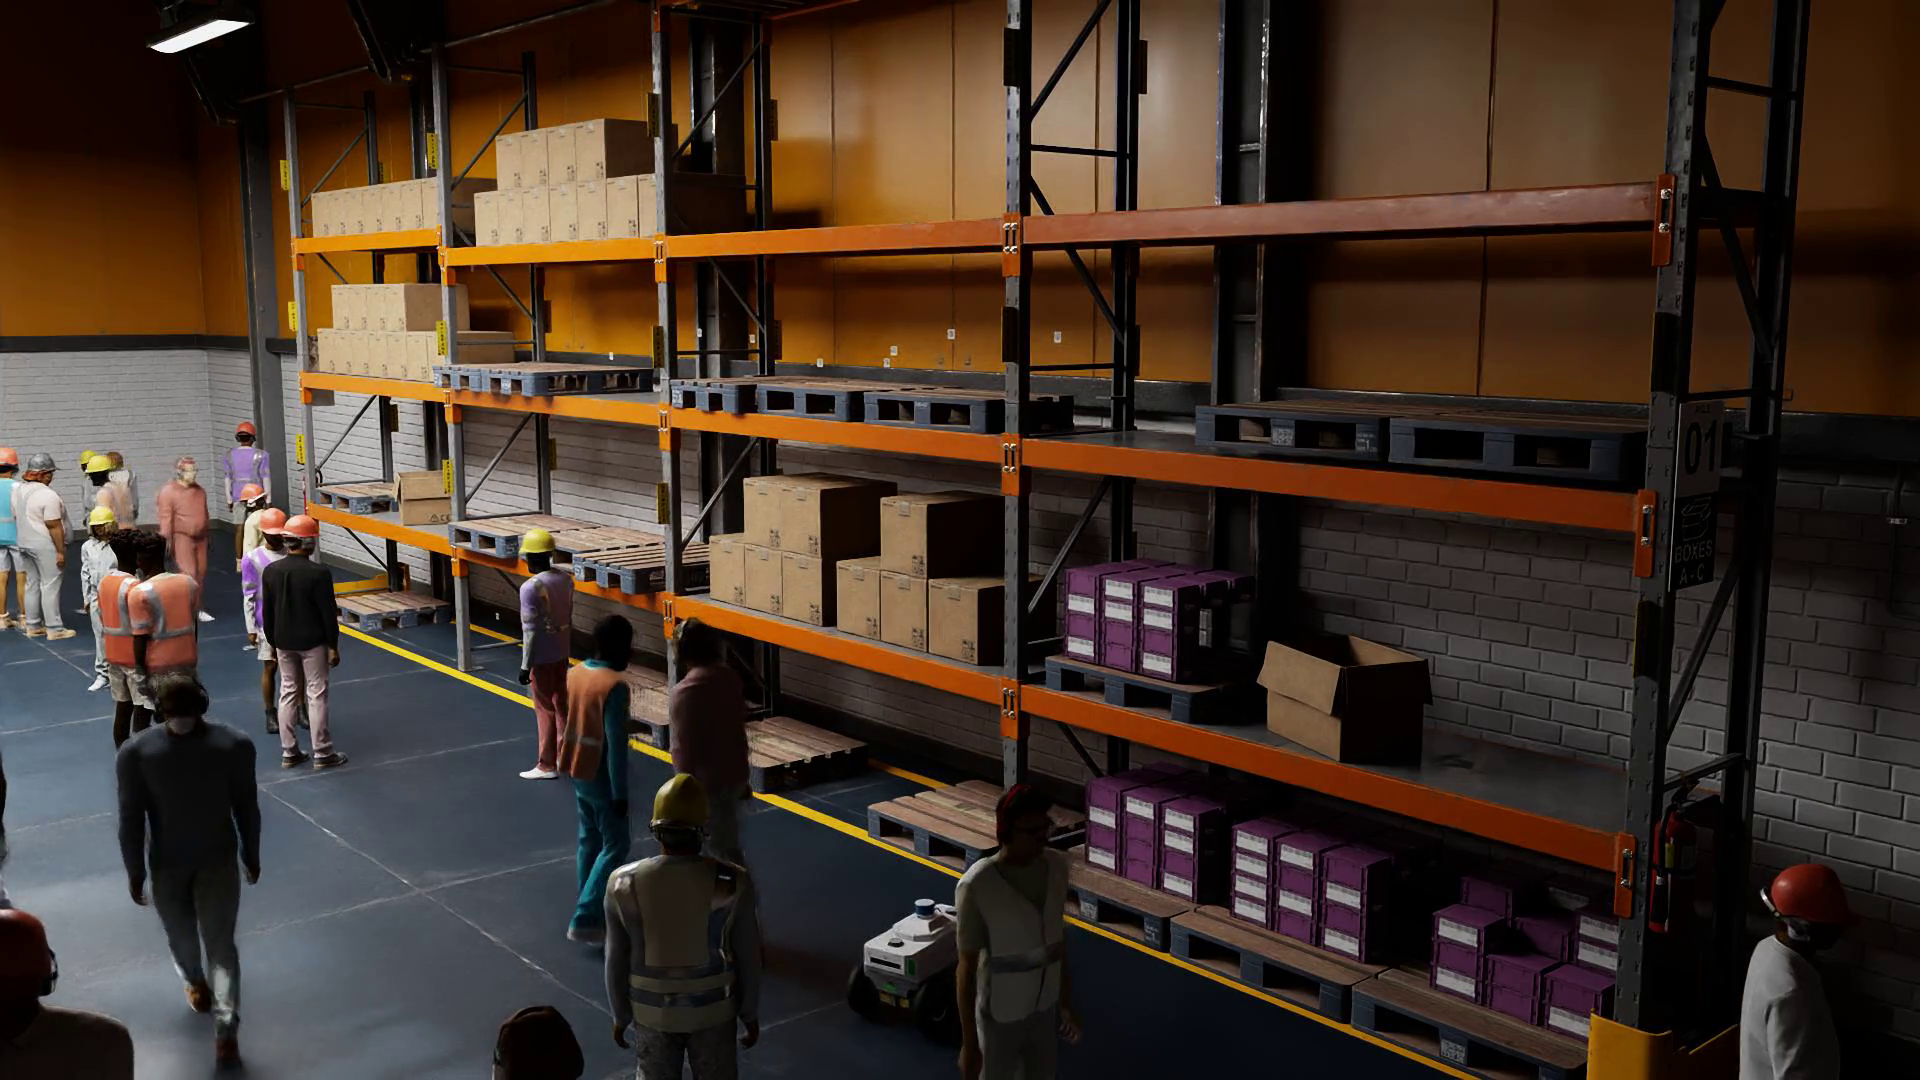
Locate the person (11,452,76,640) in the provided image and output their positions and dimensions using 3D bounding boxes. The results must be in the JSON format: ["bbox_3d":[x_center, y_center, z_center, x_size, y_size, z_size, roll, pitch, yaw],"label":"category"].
[{"bbox_3d":[-9.856,0.055,17.965,0.681,2.000,0.535,5,9,29],"label":"person"}]

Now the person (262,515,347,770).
[{"bbox_3d":[-5.117,0.796,12.981,0.618,1.990,0.394,2,8,13],"label":"person"}]

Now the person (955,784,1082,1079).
[{"bbox_3d":[0.218,1.825,6.402,0.416,1.850,0.576,8,11,43],"label":"person"}]

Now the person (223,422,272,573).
[{"bbox_3d":[-9.562,-0.574,22.381,0.604,2.034,0.417,-1,8,-5],"label":"person"}]

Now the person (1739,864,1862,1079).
[{"bbox_3d":[2.864,1.957,5.731,0.337,1.749,0.574,3,9,20],"label":"person"}]

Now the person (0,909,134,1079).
[{"bbox_3d":[-2.640,1.992,4.710,0.612,1.984,0.409,-3,9,-21],"label":"person"}]

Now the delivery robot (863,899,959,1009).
[{"bbox_3d":[-0.182,2.097,8.581,0.477,0.478,0.707,5,10,32],"label":"delivery robot"}]

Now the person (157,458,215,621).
[{"bbox_3d":[-8.770,0.003,18.849,0.494,1.887,0.656,2,9,16],"label":"person"}]

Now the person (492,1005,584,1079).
[{"bbox_3d":[-1.226,2.140,4.865,0.286,1.636,0.498,-5,10,-32],"label":"person"}]

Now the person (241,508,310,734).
[{"bbox_3d":[-5.744,0.678,14.046,0.549,1.925,0.384,-7,11,-40],"label":"person"}]

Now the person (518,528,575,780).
[{"bbox_3d":[-3.170,0.868,12.707,0.363,1.927,0.587,3,9,19],"label":"person"}]

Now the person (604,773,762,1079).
[{"bbox_3d":[-1.069,1.810,6.483,0.600,1.832,0.404,0,8,-3],"label":"person"}]

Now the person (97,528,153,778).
[{"bbox_3d":[-6.197,0.880,12.483,0.606,1.966,0.367,6,10,35],"label":"person"}]

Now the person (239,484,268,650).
[{"bbox_3d":[-7.365,0.278,17.465,0.352,1.738,0.573,0,8,0],"label":"person"}]

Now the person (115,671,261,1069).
[{"bbox_3d":[-3.764,1.539,8.165,0.628,1.901,0.963,-3,9,-23],"label":"person"}]

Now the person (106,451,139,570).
[{"bbox_3d":[-11.284,-0.370,22.311,0.307,1.637,0.525,8,11,43],"label":"person"}]

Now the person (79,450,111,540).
[{"bbox_3d":[-11.184,-0.302,21.527,0.492,1.730,0.324,3,9,22],"label":"person"}]

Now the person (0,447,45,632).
[{"bbox_3d":[-10.481,0.001,18.378,0.678,2.039,0.408,1,8,7],"label":"person"}]

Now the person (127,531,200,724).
[{"bbox_3d":[-5.927,0.905,12.396,0.415,1.949,0.602,3,9,22],"label":"person"}]

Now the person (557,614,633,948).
[{"bbox_3d":[-2.117,1.351,9.488,0.475,1.897,0.760,-7,11,-39],"label":"person"}]

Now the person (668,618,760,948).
[{"bbox_3d":[-1.389,1.387,9.285,0.705,1.897,0.631,2,9,17],"label":"person"}]

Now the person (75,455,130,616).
[{"bbox_3d":[-9.806,-0.020,18.980,0.822,1.893,0.621,-2,9,-16],"label":"person"}]

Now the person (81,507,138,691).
[{"bbox_3d":[-7.949,0.551,15.545,0.492,1.742,0.321,-1,8,-5],"label":"person"}]
